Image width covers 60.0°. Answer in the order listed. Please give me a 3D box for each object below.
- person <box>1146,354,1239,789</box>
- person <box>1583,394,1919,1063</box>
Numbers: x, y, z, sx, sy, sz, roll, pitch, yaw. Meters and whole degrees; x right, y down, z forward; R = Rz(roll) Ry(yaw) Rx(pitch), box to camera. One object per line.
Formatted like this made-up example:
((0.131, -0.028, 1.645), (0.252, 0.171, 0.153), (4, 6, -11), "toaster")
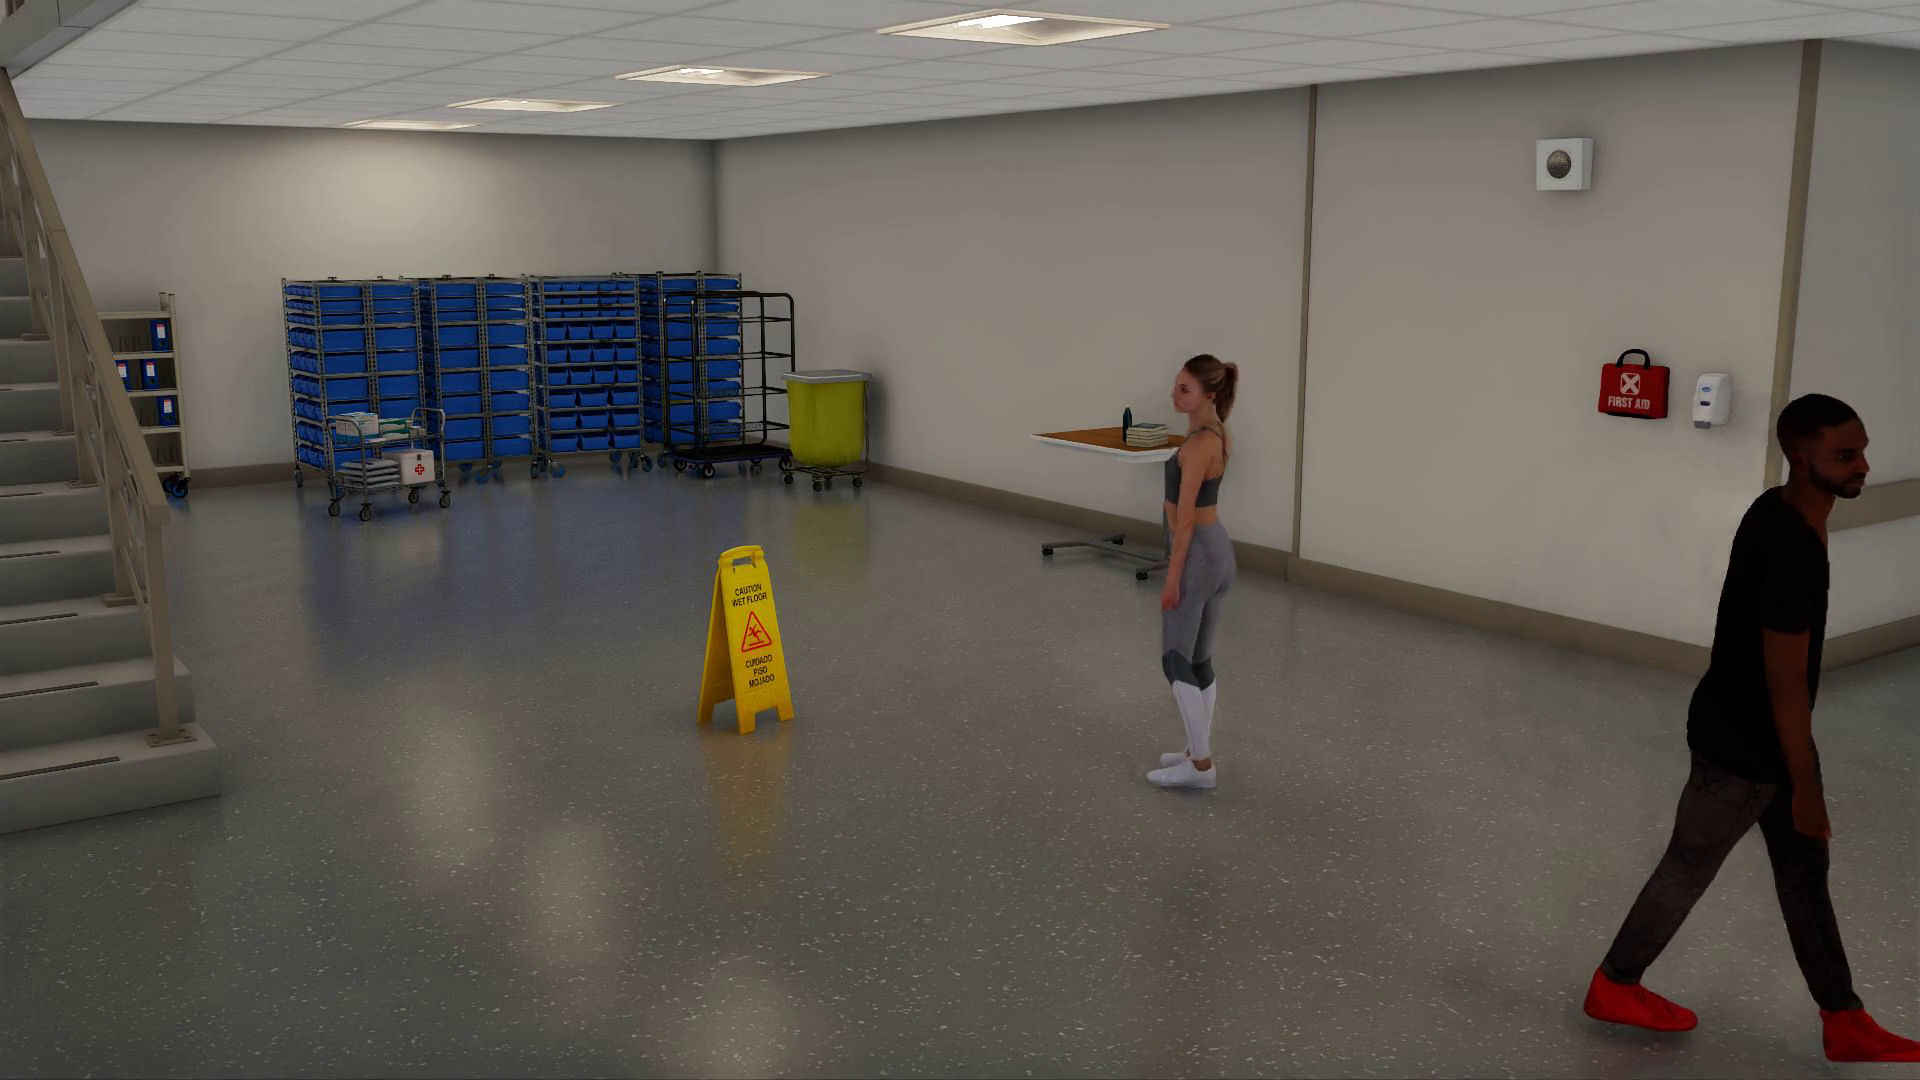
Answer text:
((0.925, 0.119, 6.492), (0.688, 1.697, 0.683), (9, 14, 38), "person")
((1.957, 0.507, 4.298), (1.226, 1.753, 1.022), (4, 12, 22), "person")
